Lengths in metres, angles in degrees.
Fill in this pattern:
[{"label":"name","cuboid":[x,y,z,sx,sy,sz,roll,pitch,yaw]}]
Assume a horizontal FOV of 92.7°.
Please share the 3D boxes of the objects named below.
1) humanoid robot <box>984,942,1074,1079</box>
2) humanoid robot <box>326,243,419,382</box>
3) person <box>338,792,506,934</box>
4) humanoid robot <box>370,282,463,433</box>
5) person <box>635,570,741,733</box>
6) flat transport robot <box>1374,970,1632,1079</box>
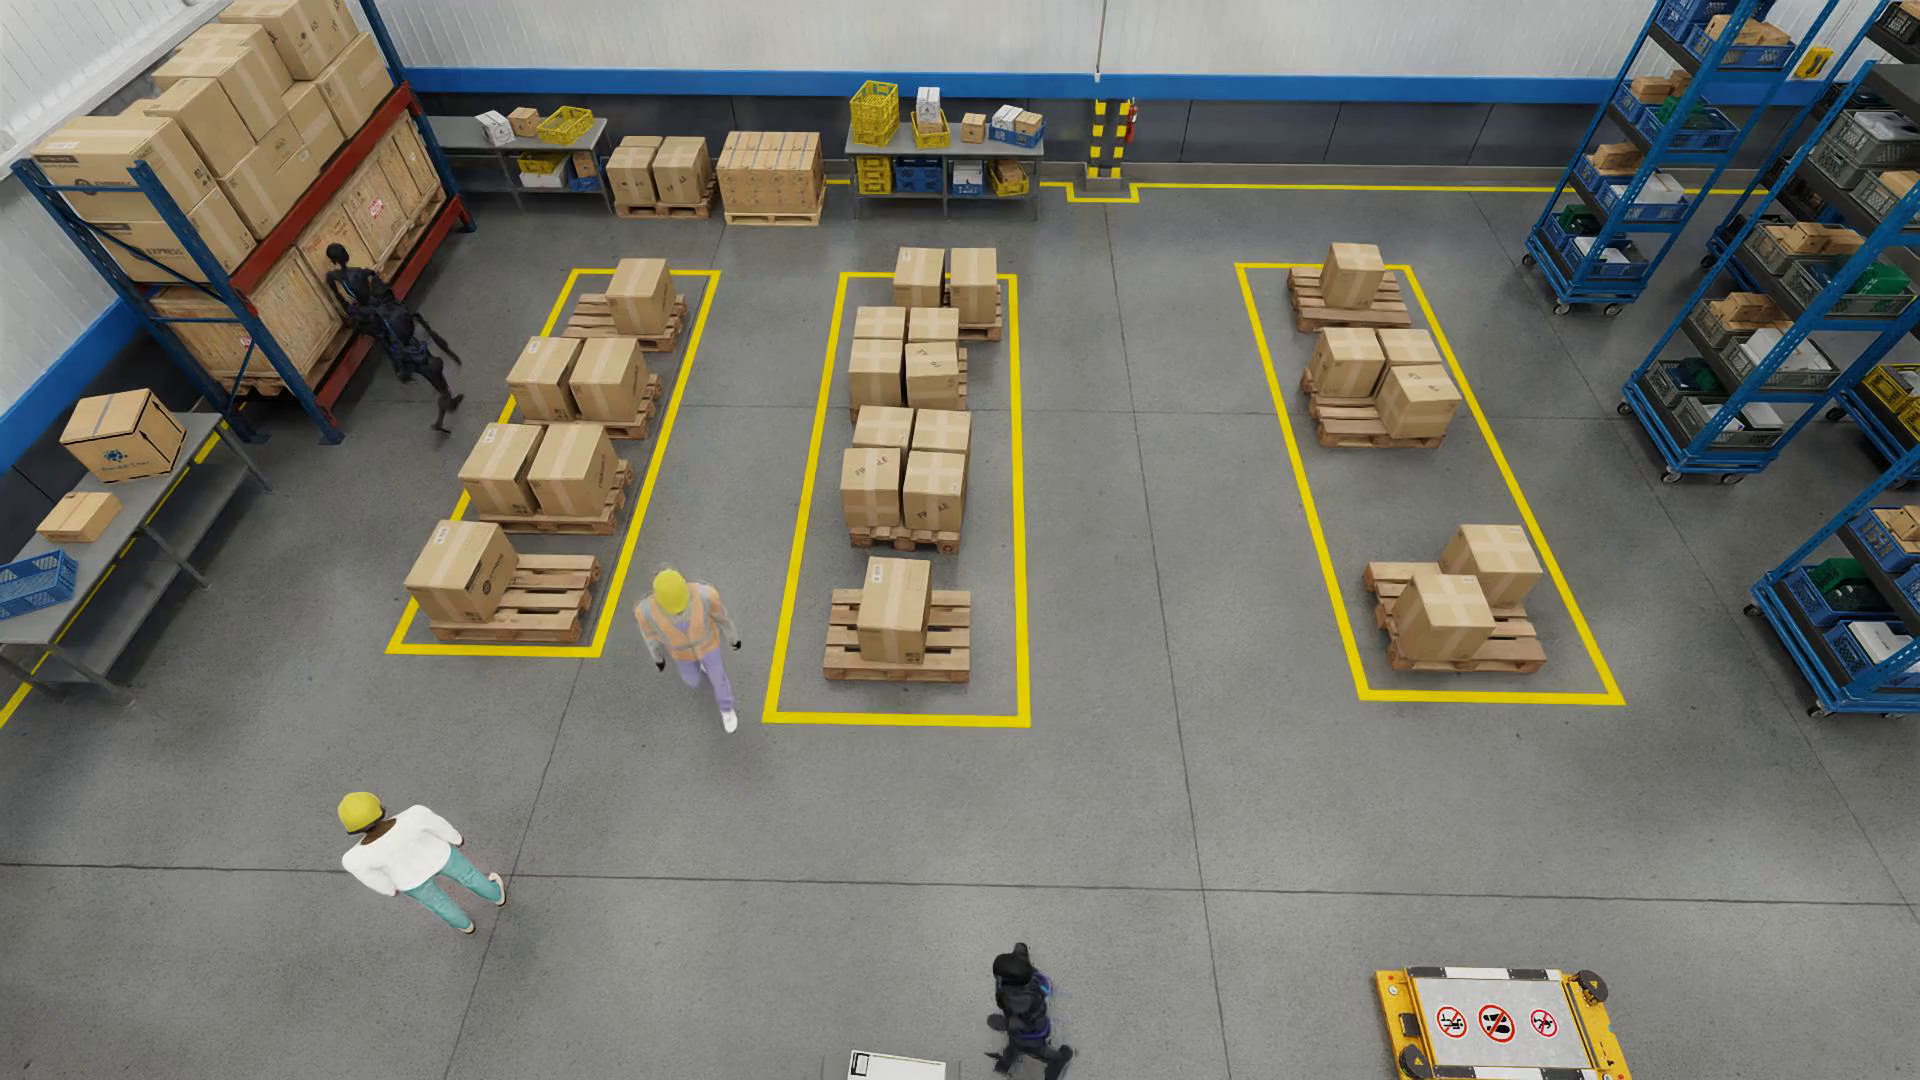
[{"label":"humanoid robot","cuboid":[0.447,2.769,5.342,0.582,1.637,0.593,1,51,1]},{"label":"humanoid robot","cuboid":[-6.021,-2.284,9.440,0.617,1.651,0.401,-2,51,-2]},{"label":"person","cuboid":[-3.442,2.051,5.847,0.324,1.766,0.532,36,59,25]},{"label":"humanoid robot","cuboid":[-5.369,-1.801,9.059,0.598,1.638,0.641,7,51,6]},{"label":"person","cuboid":[-2.004,0.714,6.859,0.635,1.891,0.677,-16,53,-12]},{"label":"flat transport robot","cuboid":[3.501,3.133,5.914,1.431,0.197,0.652,1,51,1]}]
